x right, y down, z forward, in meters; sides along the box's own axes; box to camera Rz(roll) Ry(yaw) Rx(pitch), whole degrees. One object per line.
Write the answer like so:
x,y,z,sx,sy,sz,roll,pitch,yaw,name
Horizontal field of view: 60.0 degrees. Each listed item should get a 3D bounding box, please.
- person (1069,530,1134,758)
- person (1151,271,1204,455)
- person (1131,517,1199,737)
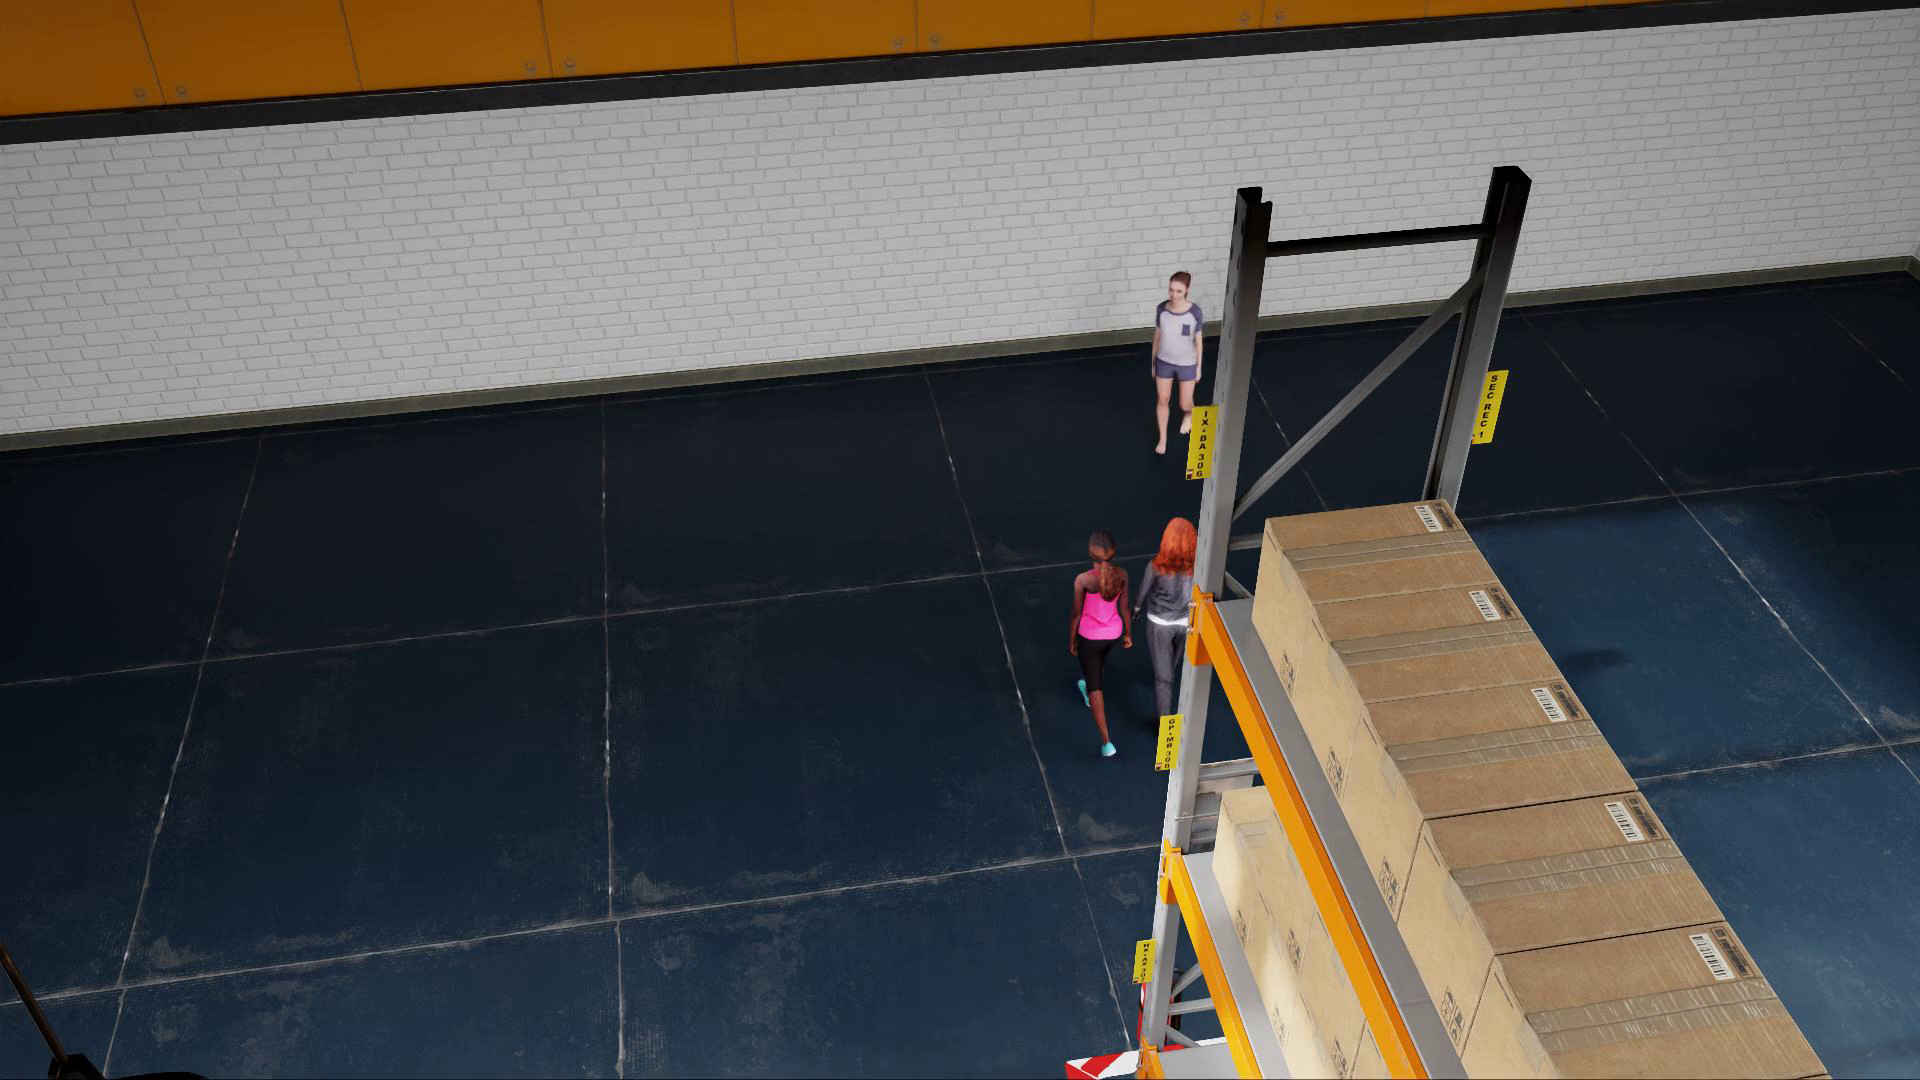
0.981,0.735,11.429,0.706,1.685,1.157,-11,40,-14,person
1.885,-1.560,14.247,0.763,1.756,0.836,15,41,18,person
1.475,0.660,11.477,0.682,1.744,1.007,-5,39,-7,person
